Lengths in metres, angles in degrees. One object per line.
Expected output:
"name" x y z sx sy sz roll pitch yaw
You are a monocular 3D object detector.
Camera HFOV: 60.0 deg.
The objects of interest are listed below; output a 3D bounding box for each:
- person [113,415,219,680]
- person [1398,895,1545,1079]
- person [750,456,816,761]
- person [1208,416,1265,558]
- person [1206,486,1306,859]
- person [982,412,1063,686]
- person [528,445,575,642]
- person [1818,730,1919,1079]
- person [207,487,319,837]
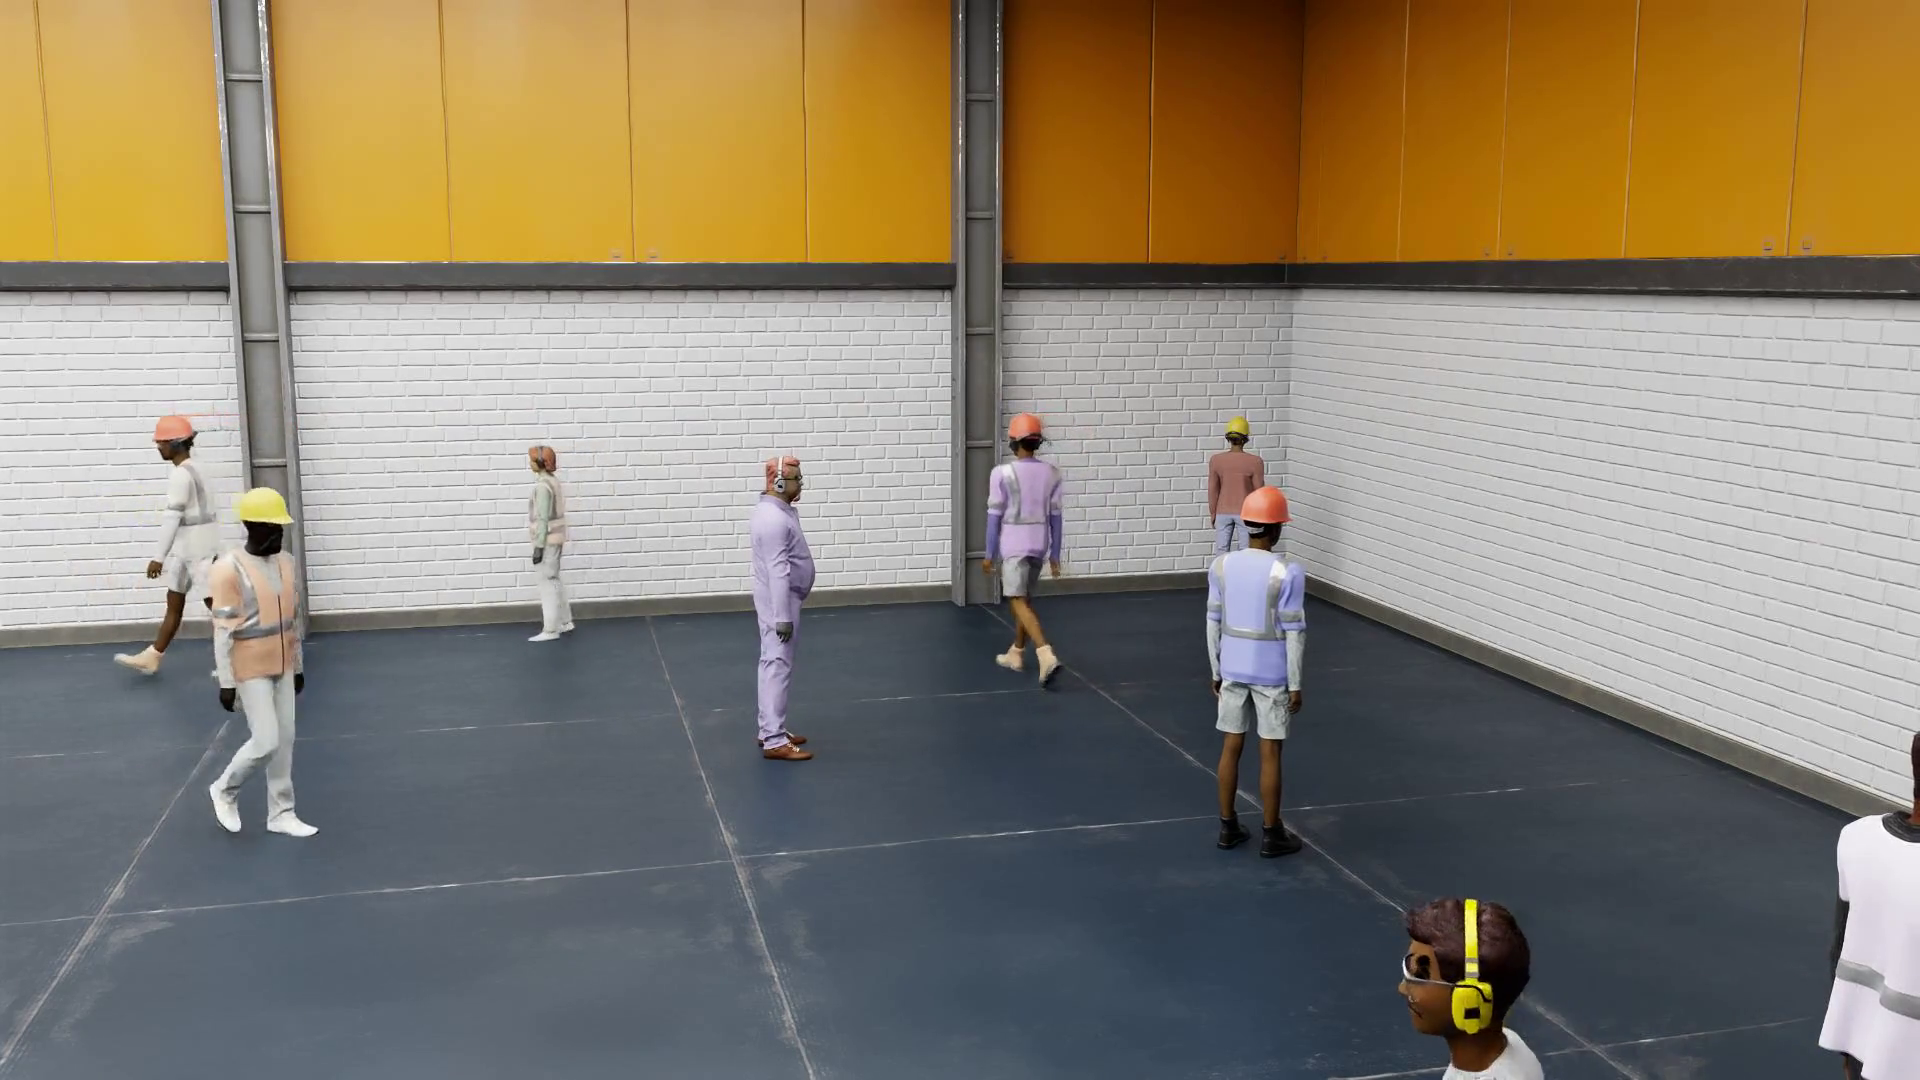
"person" -5.789 0.076 12.334 1.049 1.986 0.633 -3 9 -16
"person" 0.929 1.600 3.274 0.573 1.852 0.512 2 9 10
"person" -1.107 0.417 10.460 0.402 1.906 0.652 -2 9 -10
"person" 2.472 -0.221 14.865 0.525 1.772 0.309 4 10 26
"person" 1.556 0.684 8.693 0.547 1.938 0.379 7 12 38
"person" 0.527 0.060 12.381 0.601 2.014 0.977 -6 11 -32
"person" -3.407 0.026 13.748 0.314 1.645 0.521 -1 9 -5
"person" 2.484 1.393 4.344 0.392 1.914 0.589 -1 9 -6
"person" -3.743 0.666 8.877 0.491 1.913 0.612 3 10 17
